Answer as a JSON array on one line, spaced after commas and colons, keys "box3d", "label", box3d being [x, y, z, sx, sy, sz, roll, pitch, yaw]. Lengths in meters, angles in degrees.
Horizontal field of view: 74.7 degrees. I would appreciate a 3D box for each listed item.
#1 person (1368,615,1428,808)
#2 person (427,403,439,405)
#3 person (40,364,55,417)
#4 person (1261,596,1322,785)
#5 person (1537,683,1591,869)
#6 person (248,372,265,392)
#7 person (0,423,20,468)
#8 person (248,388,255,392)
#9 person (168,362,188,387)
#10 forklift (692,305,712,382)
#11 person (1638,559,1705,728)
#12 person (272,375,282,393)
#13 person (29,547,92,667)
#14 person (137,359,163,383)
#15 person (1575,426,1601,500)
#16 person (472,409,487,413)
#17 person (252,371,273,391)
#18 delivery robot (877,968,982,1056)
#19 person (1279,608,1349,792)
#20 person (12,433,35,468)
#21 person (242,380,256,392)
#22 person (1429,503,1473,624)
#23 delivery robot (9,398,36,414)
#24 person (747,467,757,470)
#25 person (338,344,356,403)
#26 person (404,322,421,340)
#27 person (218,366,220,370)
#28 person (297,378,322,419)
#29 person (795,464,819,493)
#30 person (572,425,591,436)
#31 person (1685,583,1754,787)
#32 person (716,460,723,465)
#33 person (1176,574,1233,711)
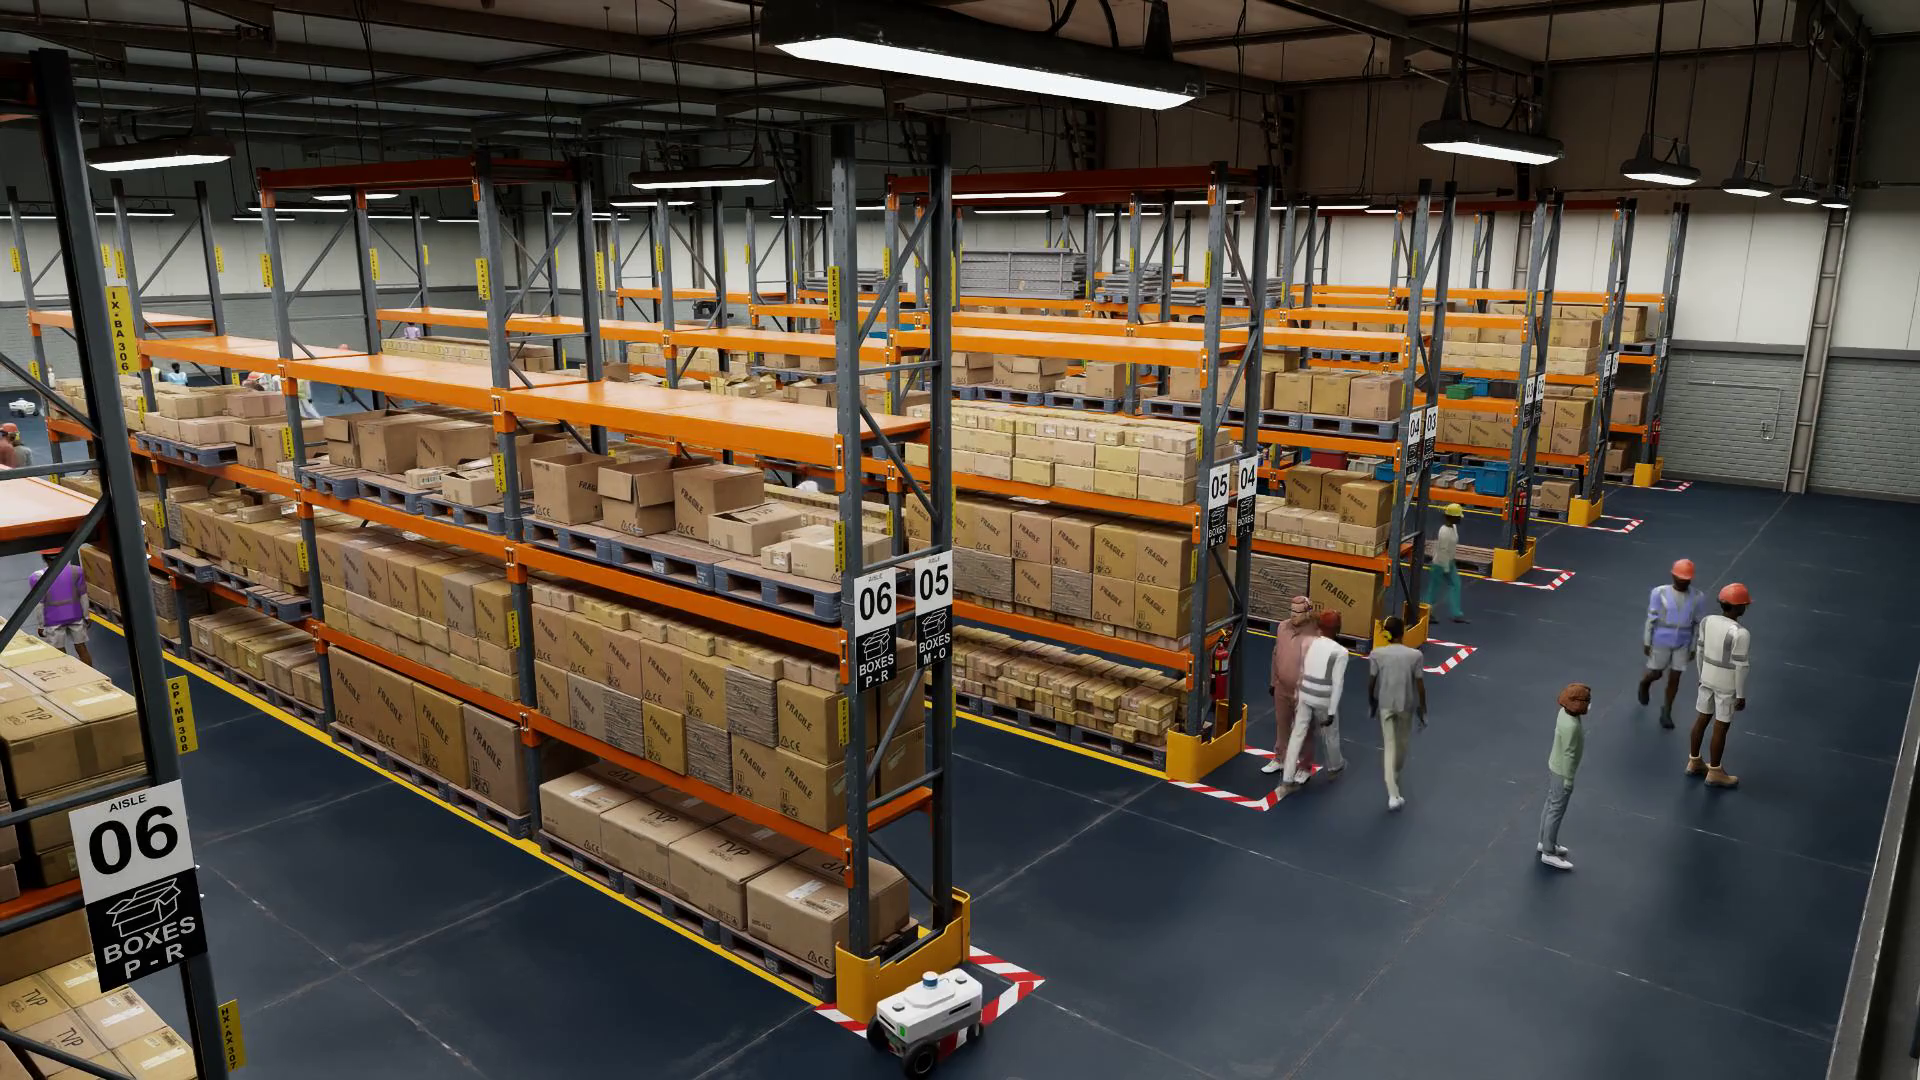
[{"box3d": [4.241, 1.619, 12.228, 0.563, 1.816, 0.986, 4, 14, 15], "label": "person"}, {"box3d": [-13.275, -3.105, 31.557, 0.666, 1.847, 0.514, 0, 14, -1], "label": "person"}, {"box3d": [-27.203, -4.457, 37.595, 0.476, 1.624, 0.509, 1, 14, 4], "label": "person"}, {"box3d": [3.343, 1.480, 12.564, 0.406, 1.911, 0.636, -11, 17, -38], "label": "person"}, {"box3d": [5.256, 2.014, 10.937, 0.270, 1.632, 0.504, 5, 14, 19], "label": "person"}, {"box3d": [-17.698, -3.244, 31.816, 0.395, 1.993, 0.616, -5, 14, -19], "label": "person"}, {"box3d": [-17.629, -1.195, 23.449, 0.669, 1.956, 0.593, 13, 19, 42], "label": "person"}, {"box3d": [-16.343, -2.554, 29.121, 0.439, 1.925, 0.657, -2, 14, -7], "label": "person"}, {"box3d": [-23.252, -4.458, 37.470, 0.545, 1.681, 0.532, 10, 17, 37], "label": "person"}, {"box3d": [-9.511, -7.392, 47.124, 1.873, 2.768, 1.129, 11, 17, 38], "label": "forklift"}, {"box3d": [7.953, 1.106, 14.104, 0.545, 1.916, 0.609, 4, 14, 15], "label": "person"}, {"box3d": [-18.554, -3.912, 34.685, 0.604, 1.937, 0.403, -3, 14, -14], "label": "person"}, {"box3d": [-10.560, 0.914, 14.821, 0.349, 1.940, 0.551, 10, 17, 37], "label": "person"}, {"box3d": [-23.842, -4.436, 37.135, 0.651, 1.806, 0.840, -8, 16, -29], "label": "person"}, {"box3d": [12.583, -1.658, 25.294, 0.608, 1.995, 0.377, -10, 17, -36], "label": "person"}, {"box3d": [-11.469, -2.869, 30.483, 0.659, 1.892, 0.621, -11, 17, -38], "label": "person"}, {"box3d": [-20.034, -4.284, 36.190, 0.605, 1.948, 0.406, 4, 14, 14], "label": "person"}, {"box3d": [-0.196, 3.138, 8.456, 0.707, 0.478, 0.477, -10, 17, -36], "label": "delivery robot"}, {"box3d": [3.528, 1.563, 12.410, 0.578, 1.834, 1.017, 12, 18, 40], "label": "person"}, {"box3d": [-17.982, -1.235, 24.104, 0.491, 1.729, 0.365, -9, 16, -33], "label": "person"}, {"box3d": [-17.362, -2.992, 31.026, 0.589, 1.888, 0.663, -2, 14, -8], "label": "person"}, {"box3d": [6.868, 0.351, 17.546, 0.773, 1.733, 0.557, 11, 17, 38], "label": "person"}, {"box3d": [-28.264, -4.031, 37.947, 0.707, 0.478, 0.477, 5, 15, 19], "label": "delivery robot"}, {"box3d": [-3.228, -0.263, 19.971, 0.829, 1.807, 0.597, 9, 16, 32], "label": "person"}, {"box3d": [-20.035, -5.426, 41.000, 0.549, 1.900, 0.959, 0, 14, 1], "label": "person"}, {"box3d": [-22.271, -8.008, 51.312, 0.608, 2.044, 0.371, -4, 14, -15], "label": "person"}, {"box3d": [-26.543, -6.392, 45.386, 0.316, 1.695, 0.542, 5, 14, 18], "label": "person"}, {"box3d": [-18.380, -4.014, 35.382, 0.661, 1.814, 0.656, 7, 15, 26], "label": "person"}, {"box3d": [-2.489, -0.305, 20.052, 1.017, 1.832, 0.578, 9, 17, 34], "label": "person"}, {"box3d": [-8.403, -2.345, 28.245, 0.552, 1.932, 0.377, -3, 14, -11], "label": "person"}, {"box3d": [7.578, 1.421, 12.519, 0.365, 2.048, 0.608, -2, 14, -10], "label": "person"}, {"box3d": [-5.624, -2.616, 29.892, 0.552, 1.671, 0.625, 13, 19, 42], "label": "person"}, {"box3d": [2.845, 0.993, 14.545, 0.632, 1.919, 0.831, -13, 19, -43], "label": "person"}]
